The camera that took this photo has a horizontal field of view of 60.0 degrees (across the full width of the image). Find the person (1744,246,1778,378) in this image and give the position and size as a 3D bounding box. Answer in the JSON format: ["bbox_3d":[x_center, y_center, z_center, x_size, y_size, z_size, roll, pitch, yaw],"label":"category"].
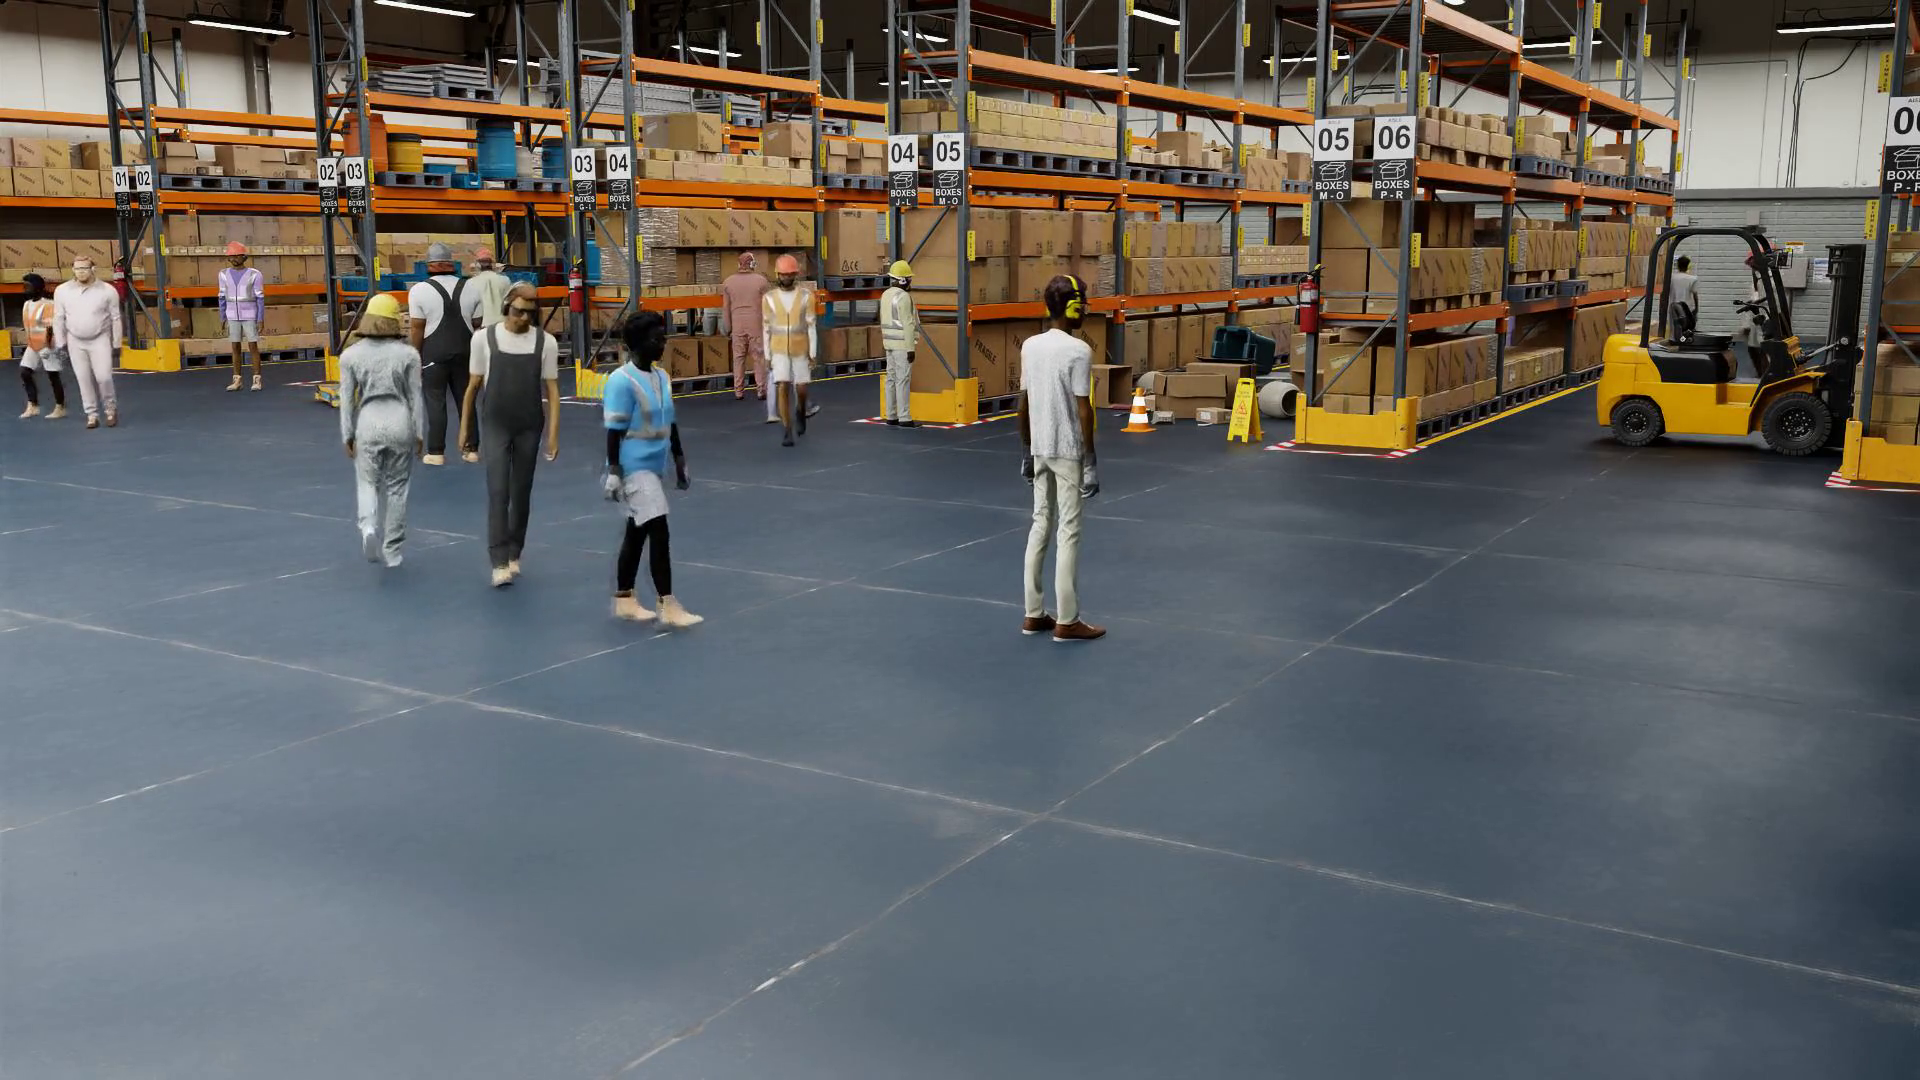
[{"bbox_3d":[10.524,-2.848,21.825,0.398,1.986,0.708,1,10,6],"label":"person"}]

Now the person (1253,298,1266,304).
[{"bbox_3d":[6.442,-5.163,35.752,0.388,1.620,0.552,4,11,22],"label":"person"}]

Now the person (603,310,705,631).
[{"bbox_3d":[-1.558,-0.359,8.701,0.709,1.668,0.557,3,11,17],"label":"person"}]

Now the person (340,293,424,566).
[{"bbox_3d":[-3.566,-0.660,10.300,0.494,1.719,0.521,-3,11,-17],"label":"person"}]

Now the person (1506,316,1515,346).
[{"bbox_3d":[9.286,-3.829,27.512,0.652,1.906,0.403,4,11,20],"label":"person"}]

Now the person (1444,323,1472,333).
[{"bbox_3d":[10.158,-4.758,33.580,0.806,1.600,0.526,3,11,16],"label":"person"}]

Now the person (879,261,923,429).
[{"bbox_3d":[-0.643,-2.125,18.175,0.403,1.833,0.586,-6,12,-30],"label":"person"}]

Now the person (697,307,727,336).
[{"bbox_3d":[-3.694,-3.440,25.290,0.625,1.931,0.375,0,10,1],"label":"person"}]

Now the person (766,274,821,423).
[{"bbox_3d":[-1.945,-2.206,18.915,0.542,1.723,0.884,5,11,27],"label":"person"}]

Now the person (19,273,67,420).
[{"bbox_3d":[-10.527,-2.188,18.957,0.539,1.678,0.601,4,11,24],"label":"person"}]

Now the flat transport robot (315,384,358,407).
[{"bbox_3d":[-7.645,-1.836,20.928,0.652,0.197,1.431,-6,12,-30],"label":"flat transport robot"}]

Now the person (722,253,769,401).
[{"bbox_3d":[-2.721,-2.743,21.449,0.636,1.902,0.406,1,10,6],"label":"person"}]

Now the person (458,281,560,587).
[{"bbox_3d":[-2.657,-0.622,9.859,0.593,1.792,0.824,-4,11,-21],"label":"person"}]

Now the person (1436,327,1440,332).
[{"bbox_3d":[9.531,-4.814,33.083,0.671,1.888,0.657,4,11,22],"label":"person"}]

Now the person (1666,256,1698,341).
[{"bbox_3d":[11.767,-3.718,27.157,0.541,1.825,0.989,5,11,25],"label":"person"}]

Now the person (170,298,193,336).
[{"bbox_3d":[-14.315,-4.358,30.435,0.994,1.910,0.630,-9,14,-42],"label":"person"}]

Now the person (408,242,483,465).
[{"bbox_3d":[-4.757,-1.718,15.312,0.689,2.000,0.537,-8,13,-39],"label":"person"}]

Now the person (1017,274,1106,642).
[{"bbox_3d":[0.510,-0.416,8.513,0.309,1.864,0.535,-9,13,-40],"label":"person"}]

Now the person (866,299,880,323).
[{"bbox_3d":[-1.871,-6.221,40.955,0.797,1.908,0.573,7,12,33],"label":"person"}]

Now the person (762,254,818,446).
[{"bbox_3d":[-1.715,-1.922,16.797,0.562,1.924,0.654,0,10,-1],"label":"person"}]

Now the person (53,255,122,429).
[{"bbox_3d":[-9.533,-2.153,18.175,0.647,1.891,0.446,-3,10,-14],"label":"person"}]

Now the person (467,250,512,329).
[{"bbox_3d":[-6.186,-2.846,21.931,0.628,1.925,1.058,-4,11,-19],"label":"person"}]

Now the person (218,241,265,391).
[{"bbox_3d":[-9.840,-3.052,22.781,0.607,2.044,0.379,-1,10,-3],"label":"person"}]
